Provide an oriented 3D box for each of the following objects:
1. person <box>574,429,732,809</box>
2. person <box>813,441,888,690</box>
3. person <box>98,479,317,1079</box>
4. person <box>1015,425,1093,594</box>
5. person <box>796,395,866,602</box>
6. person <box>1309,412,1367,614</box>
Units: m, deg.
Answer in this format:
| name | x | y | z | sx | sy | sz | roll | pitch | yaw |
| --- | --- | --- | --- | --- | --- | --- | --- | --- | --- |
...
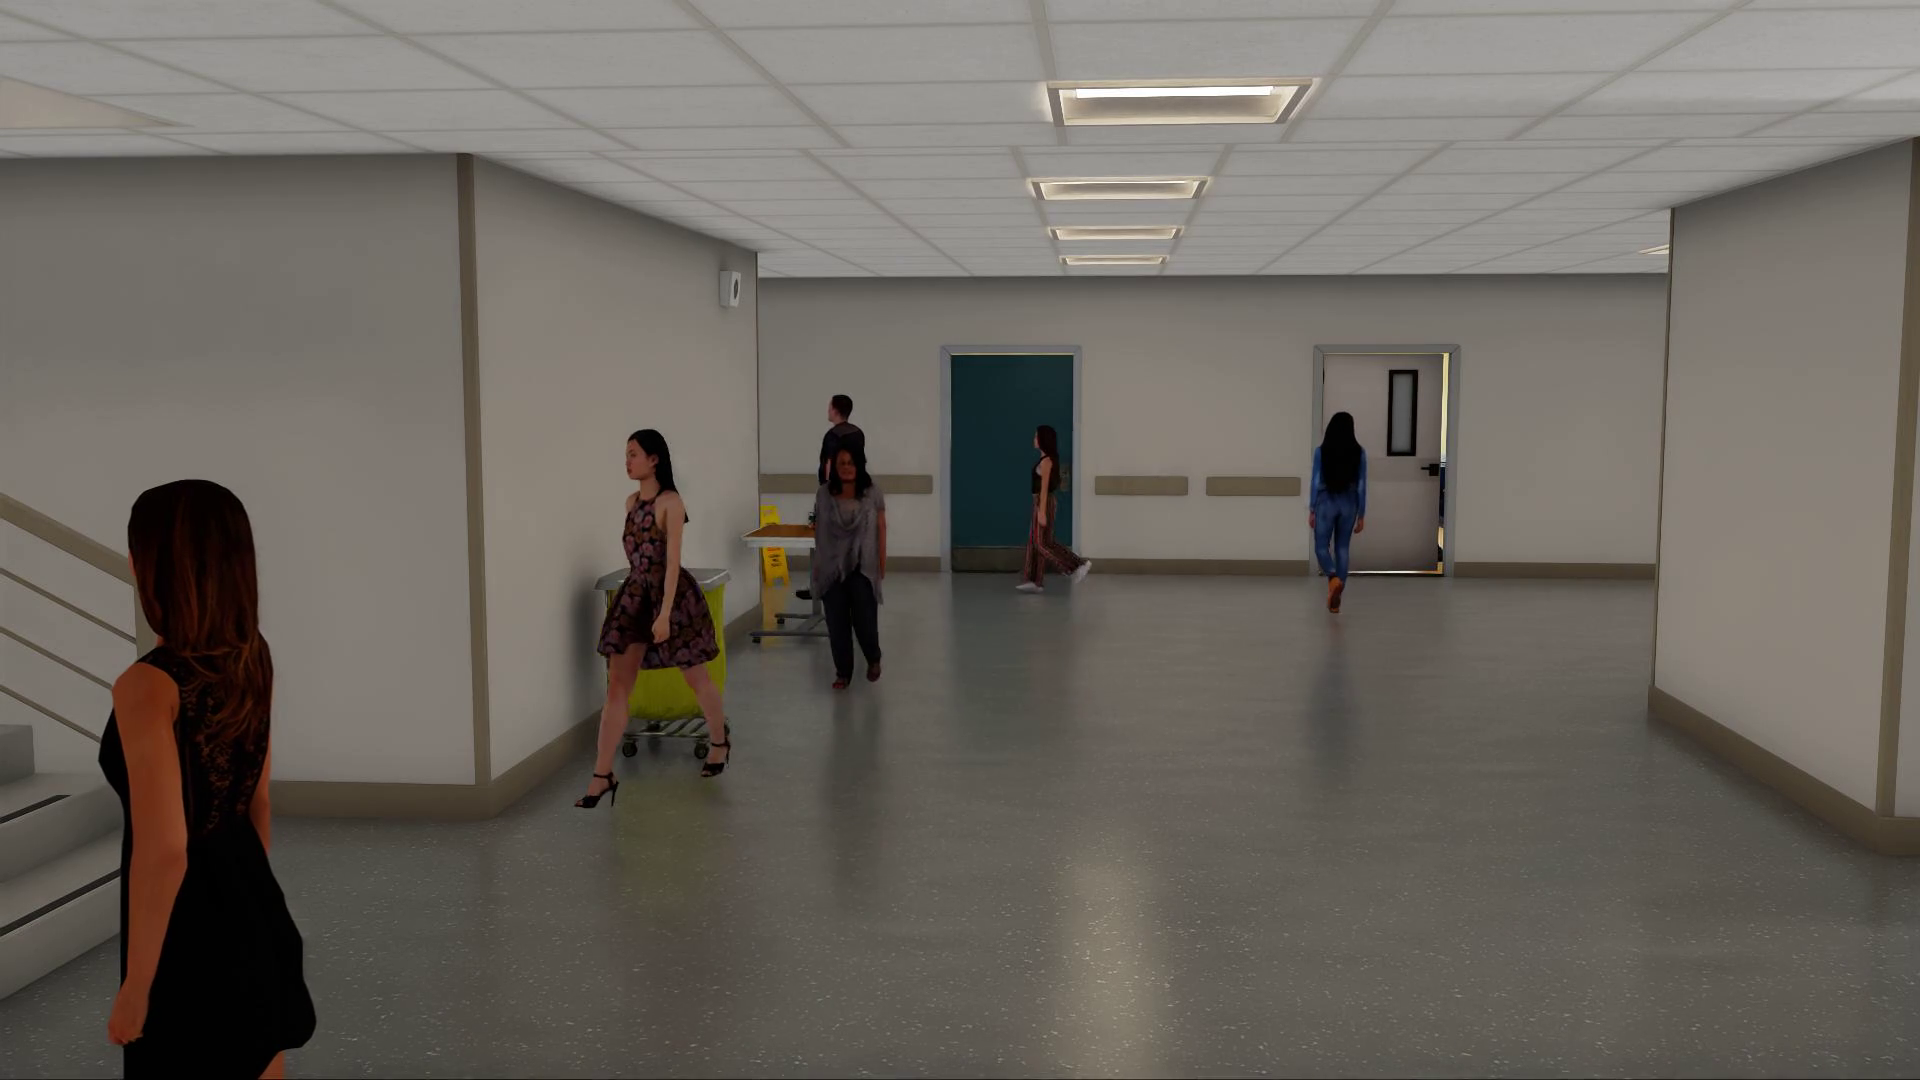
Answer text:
| name | x | y | z | sx | sy | sz | roll | pitch | yaw |
| --- | --- | --- | --- | --- | --- | --- | --- | --- | --- |
| person | -1.338 | 0.392 | 7.816 | 1.197 | 1.710 | 1.095 | 4 | 7 | 36 |
| person | -0.702 | 0.161 | 10.707 | 0.657 | 1.592 | 0.696 | 1 | 6 | 8 |
| person | -1.398 | 0.805 | 3.095 | 0.531 | 1.834 | 0.588 | 1 | 6 | 8 |
| person | 0.857 | -0.278 | 15.288 | 0.907 | 1.549 | 0.537 | 0 | 6 | 5 |
| person | -0.957 | -0.340 | 14.528 | 1.010 | 1.823 | 0.918 | 3 | 7 | 29 |
| person | 3.133 | -0.201 | 13.793 | 0.862 | 1.694 | 0.683 | 0 | 6 | 4 |
